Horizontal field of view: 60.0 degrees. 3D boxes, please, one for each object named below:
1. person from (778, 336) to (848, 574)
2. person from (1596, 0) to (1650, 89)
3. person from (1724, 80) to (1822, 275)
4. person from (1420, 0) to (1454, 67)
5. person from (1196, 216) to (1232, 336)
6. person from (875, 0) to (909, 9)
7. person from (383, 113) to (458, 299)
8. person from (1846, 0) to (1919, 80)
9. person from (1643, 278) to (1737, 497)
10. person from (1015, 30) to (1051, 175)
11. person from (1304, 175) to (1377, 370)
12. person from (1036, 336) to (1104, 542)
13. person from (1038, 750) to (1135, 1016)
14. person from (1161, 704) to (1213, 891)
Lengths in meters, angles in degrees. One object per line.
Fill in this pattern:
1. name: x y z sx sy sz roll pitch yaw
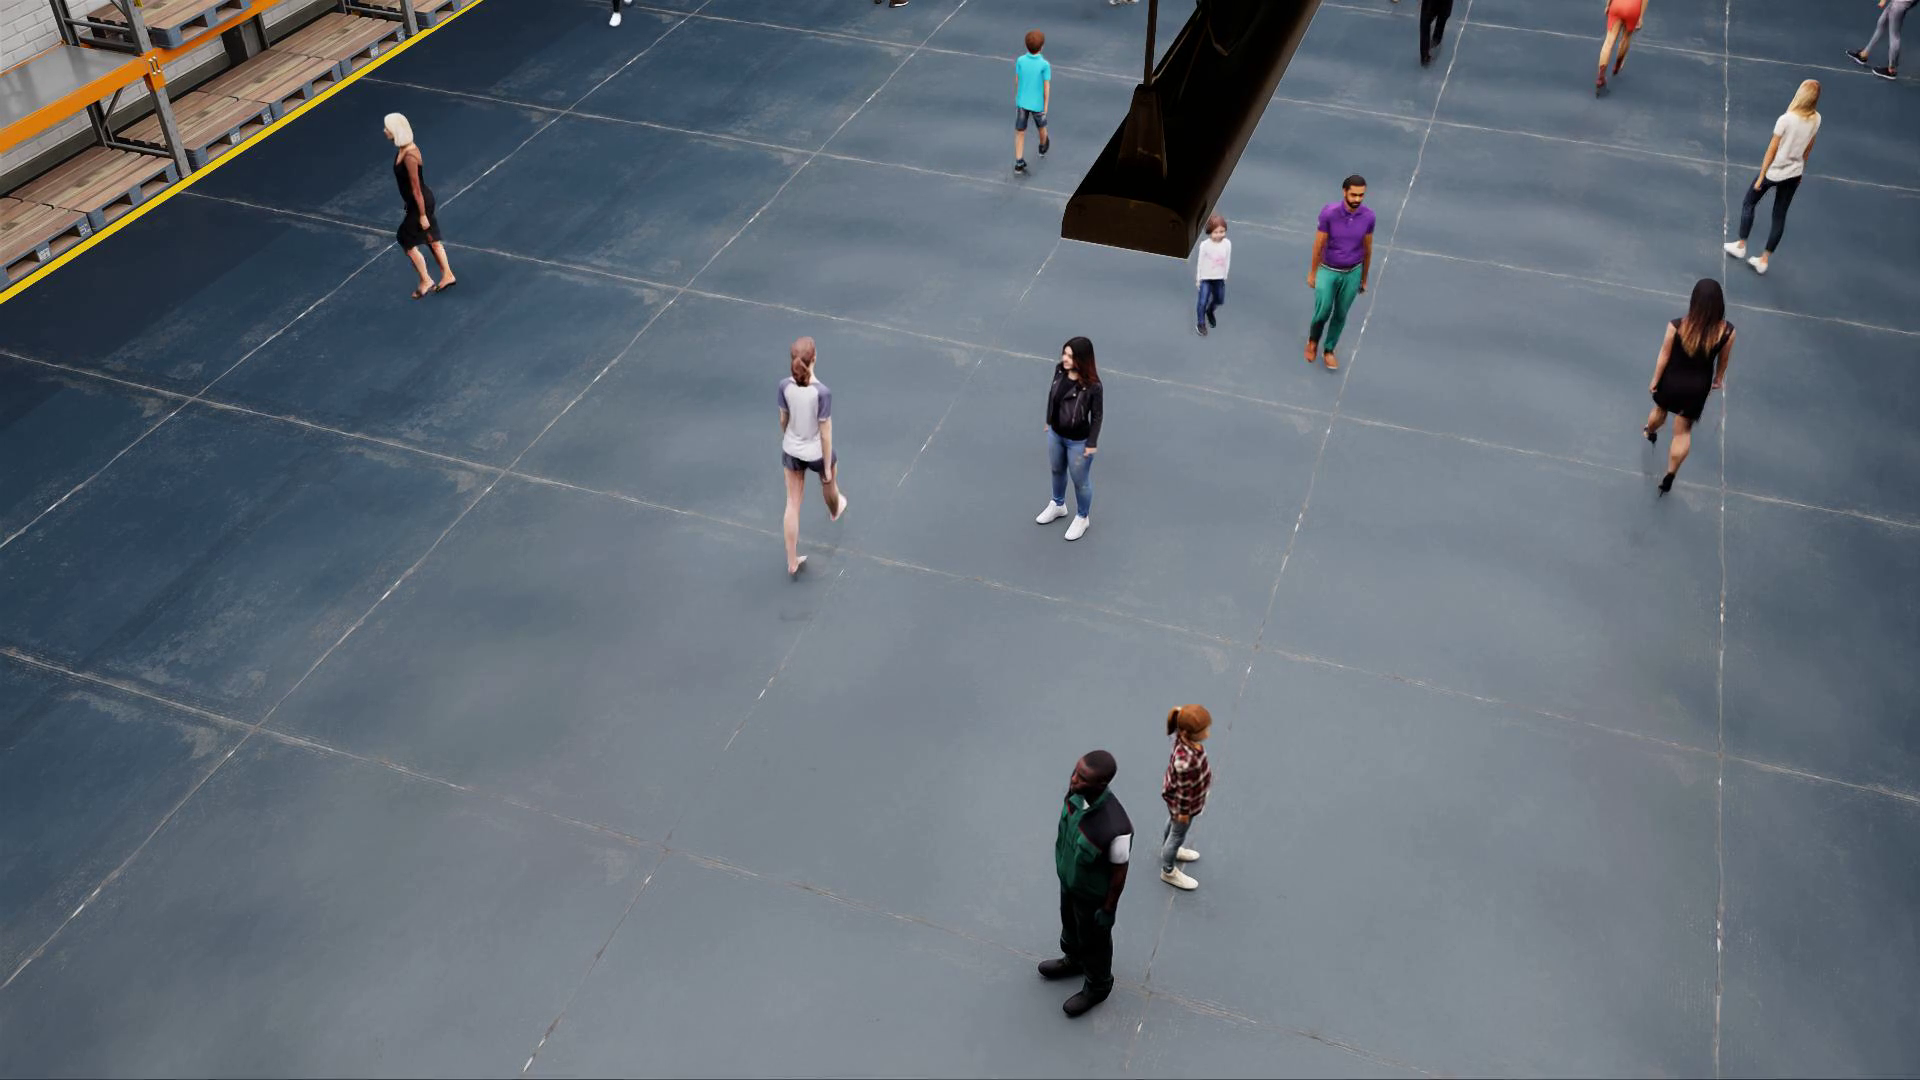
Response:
1. person: -1.099 -0.550 11.656 0.615 1.709 1.155 10 40 13
2. person: 7.253 -5.760 18.206 0.734 1.676 1.150 20 43 24
3. person: 7.405 -3.213 14.921 0.804 1.796 0.876 -4 39 -5
4. person: 5.374 -6.252 18.715 0.694 1.810 1.049 11 40 14
5. person: 2.154 -2.311 14.347 0.533 1.102 0.584 -5 39 -6
6. person: -0.890 -7.352 20.174 0.684 1.709 0.647 27 46 29
7. person: -4.671 -2.933 14.622 0.826 1.731 0.756 -10 40 -13
8. person: 10.519 -5.947 18.418 0.934 1.704 0.919 -25 45 -28
9. person: 5.383 -1.078 12.349 0.754 1.669 1.070 10 40 12
10. person: 0.688 -4.368 16.676 0.562 1.411 0.946 10 40 12
11. person: 3.112 -2.250 13.747 0.743 1.756 0.779 0 39 0
12. person: 0.805 -0.755 11.975 0.706 1.632 0.710 -31 48 -33
13. person: 0.680 1.759 8.661 0.838 1.840 0.776 -16 41 -19
14. person: 1.266 1.436 9.491 0.613 1.307 0.480 8 39 9
